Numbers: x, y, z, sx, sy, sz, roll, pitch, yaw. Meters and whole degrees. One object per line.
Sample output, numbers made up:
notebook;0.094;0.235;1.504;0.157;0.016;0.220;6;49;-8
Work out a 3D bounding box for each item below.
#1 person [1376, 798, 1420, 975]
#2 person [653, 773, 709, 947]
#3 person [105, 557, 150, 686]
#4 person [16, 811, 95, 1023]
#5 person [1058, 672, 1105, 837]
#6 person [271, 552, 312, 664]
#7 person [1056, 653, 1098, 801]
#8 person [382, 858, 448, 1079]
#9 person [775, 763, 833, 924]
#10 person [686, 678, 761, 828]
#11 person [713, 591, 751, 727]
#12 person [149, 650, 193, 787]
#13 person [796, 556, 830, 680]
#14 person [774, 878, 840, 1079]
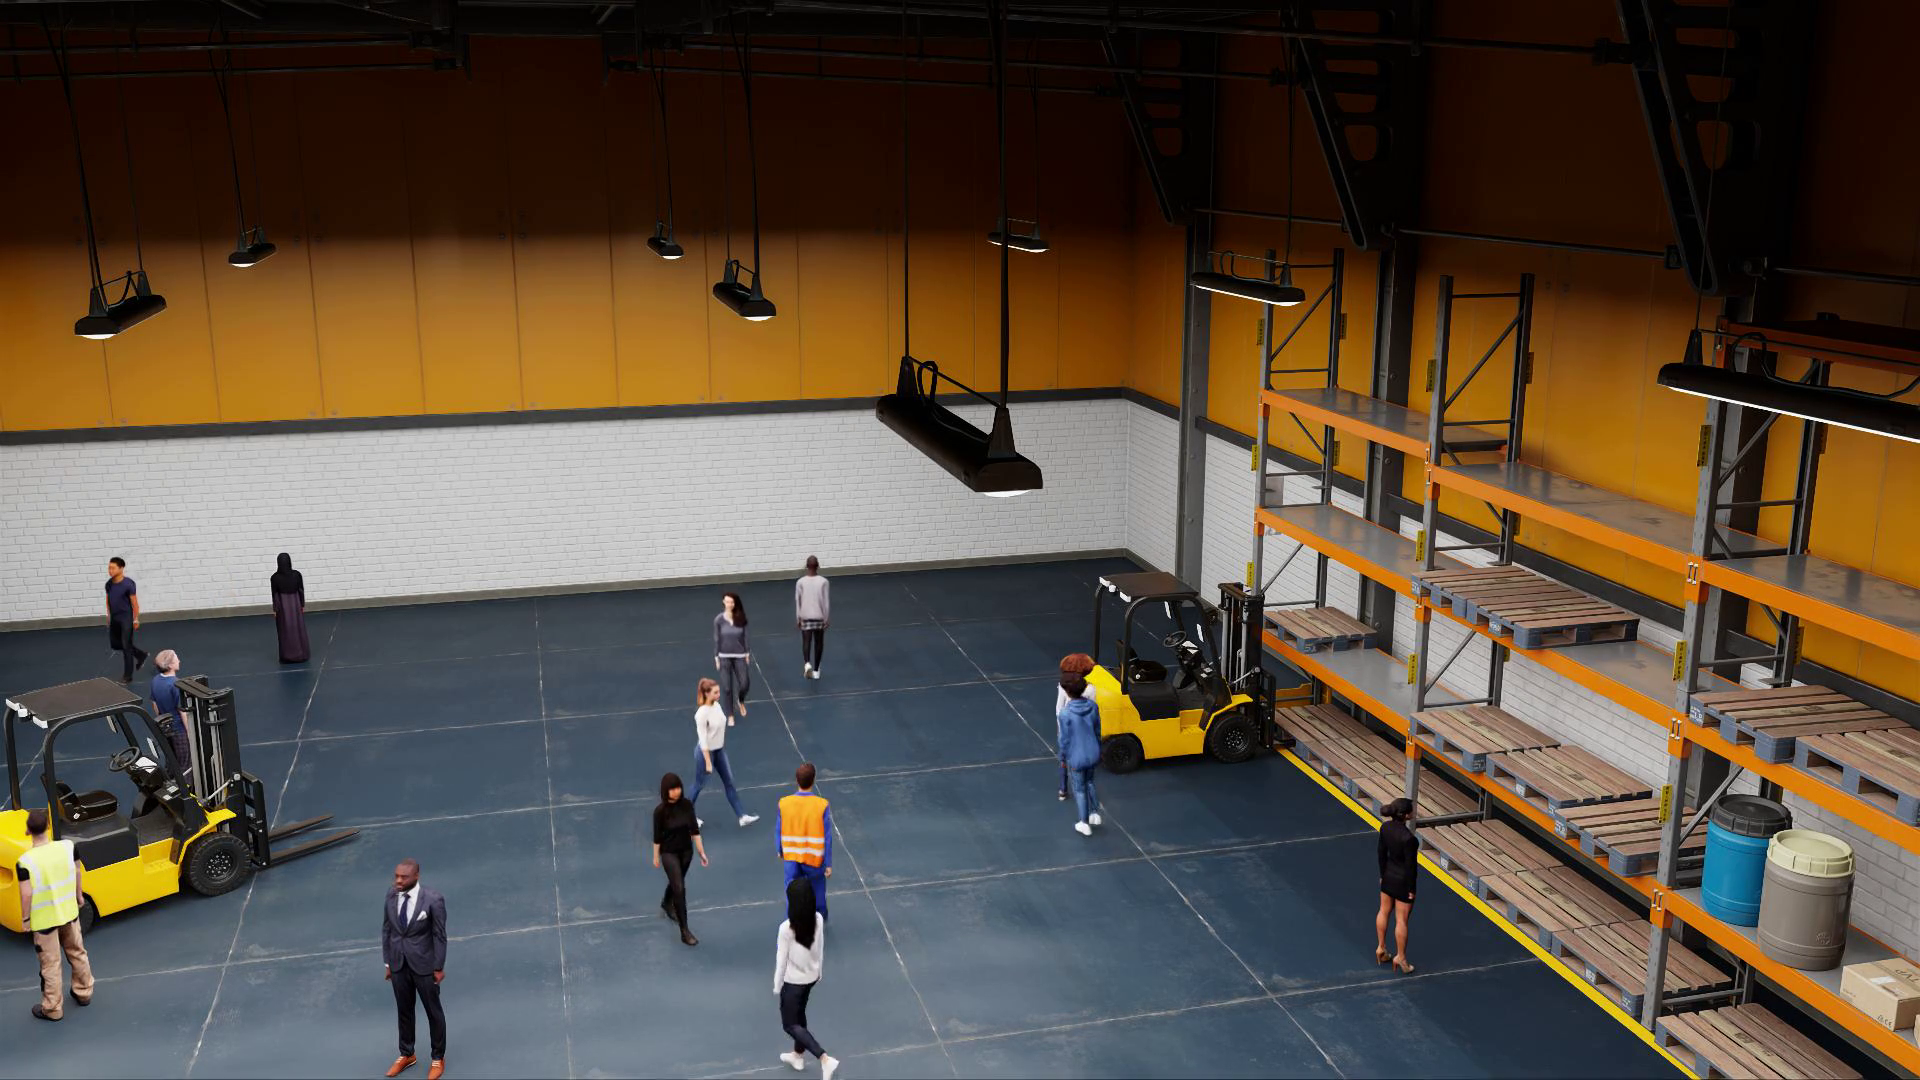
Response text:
person;3.927;3.080;14.903;0.694;1.640;0.632;-8;16;-29
person;-2.696;2.927;15.612;0.877;1.605;1.159;-11;17;-38
person;-11.450;1.078;22.873;0.923;1.781;1.029;5;14;18
person;-7.706;3.164;14.123;0.914;1.845;0.855;8;16;30
person;1.339;2.313;17.758;0.757;1.787;0.731;-5;15;-21
person;-9.583;0.954;23.739;0.659;1.615;0.665;-8;16;-29
person;1.309;2.103;18.786;0.749;1.711;0.780;5;15;20
person;-4.345;3.384;13.257;0.780;1.824;0.765;2;14;10
person;-1.429;2.969;15.012;0.979;1.804;1.338;1;14;4
person;-2.773;2.329;17.939;1.140;1.671;1.147;6;15;23
person;-2.921;1.486;21.234;0.607;1.759;0.690;-3;14;-13
person;-8.680;2.110;18.417;0.727;1.872;0.776;7;15;27
person;-2.011;1.099;22.831;0.744;1.759;0.916;0;14;-1
person;-1.218;3.494;13.105;1.049;1.681;0.946;10;17;37
